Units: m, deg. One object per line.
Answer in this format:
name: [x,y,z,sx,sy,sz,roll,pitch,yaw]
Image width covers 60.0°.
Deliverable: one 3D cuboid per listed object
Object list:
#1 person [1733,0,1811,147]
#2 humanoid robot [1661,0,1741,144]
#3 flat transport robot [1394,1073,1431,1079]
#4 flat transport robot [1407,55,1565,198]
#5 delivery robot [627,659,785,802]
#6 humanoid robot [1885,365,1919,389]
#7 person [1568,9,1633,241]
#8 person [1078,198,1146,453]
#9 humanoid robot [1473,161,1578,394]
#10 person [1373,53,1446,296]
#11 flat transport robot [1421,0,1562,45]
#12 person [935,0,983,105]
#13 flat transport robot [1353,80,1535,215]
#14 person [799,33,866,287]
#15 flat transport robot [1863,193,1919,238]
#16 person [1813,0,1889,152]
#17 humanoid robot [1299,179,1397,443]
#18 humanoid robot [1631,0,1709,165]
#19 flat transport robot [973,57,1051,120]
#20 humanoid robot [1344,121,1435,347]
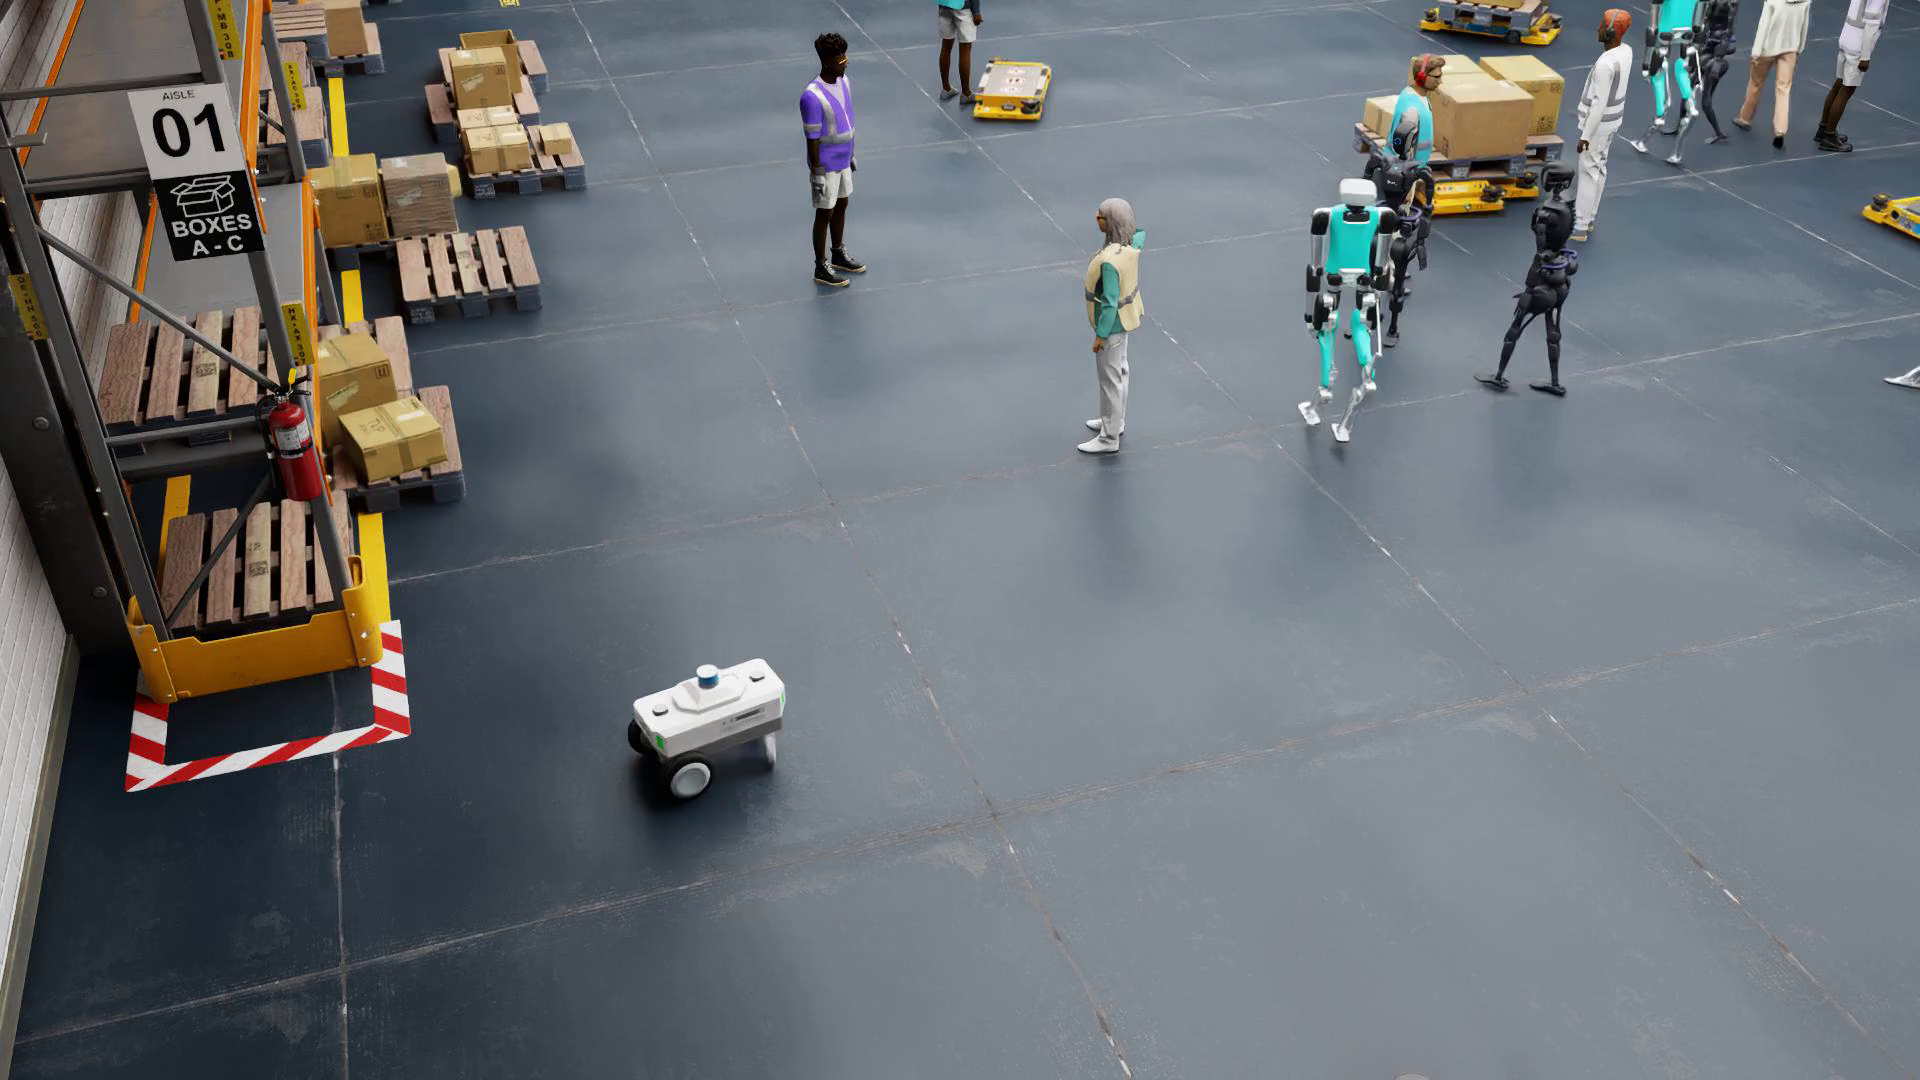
person: [7.684,-4.559,15.600,0.501,1.631,0.842,2,33,3]
humanoid robot: [7.055,-4.546,15.568,0.512,1.660,0.599,1,33,2]
flat transport robot: [1.751,2.577,5.906,0.659,0.231,1.431,12,35,17]
flat transport robot: [4.669,-3.448,15.147,0.659,0.231,1.431,-4,33,-6]
delivery robot: [-1.244,0.896,8.219,0.762,0.590,0.525,-18,37,-26]
humanoid robot: [7.004,-1.716,11.164,0.962,1.774,0.541,10,34,15]
person: [5.181,-3.369,13.550,0.361,1.882,0.573,22,39,29]
person: [0.981,-1.360,10.625,0.364,1.709,0.468,8,34,13]
humanoid robot: [3.963,-1.778,11.301,0.600,1.638,0.601,23,39,31]
person: [3.394,-2.805,12.720,0.373,1.840,0.569,8,34,12]
flat transport robot: [6.031,-5.869,18.859,1.431,0.231,0.659,17,37,24]
person: [-0.030,-5.293,16.455,0.551,1.934,0.433,25,41,33]
flat transport robot: [4.249,-3.270,14.874,0.659,0.231,1.431,-5,33,-8]
person: [-0.986,-2.931,12.812,0.366,1.959,0.603,14,36,21]
flat transport robot: [8.299,-2.555,13.778,0.659,0.231,1.431,-11,35,-16]
person: [8.311,-4.557,15.332,0.383,1.929,0.541,6,34,9]
humanoid robot: [2.481,-1.381,10.639,0.540,1.765,0.922,0,33,0]
humanoid robot: [6.501,-4.242,15.034,0.552,1.778,0.871,-2,33,-3]
flat transport robot: [0.545,-4.583,16.887,0.659,0.231,1.431,4,33,6]
humanoid robot: [3.098,-2.192,11.918,0.599,1.657,0.315,21,39,29]
